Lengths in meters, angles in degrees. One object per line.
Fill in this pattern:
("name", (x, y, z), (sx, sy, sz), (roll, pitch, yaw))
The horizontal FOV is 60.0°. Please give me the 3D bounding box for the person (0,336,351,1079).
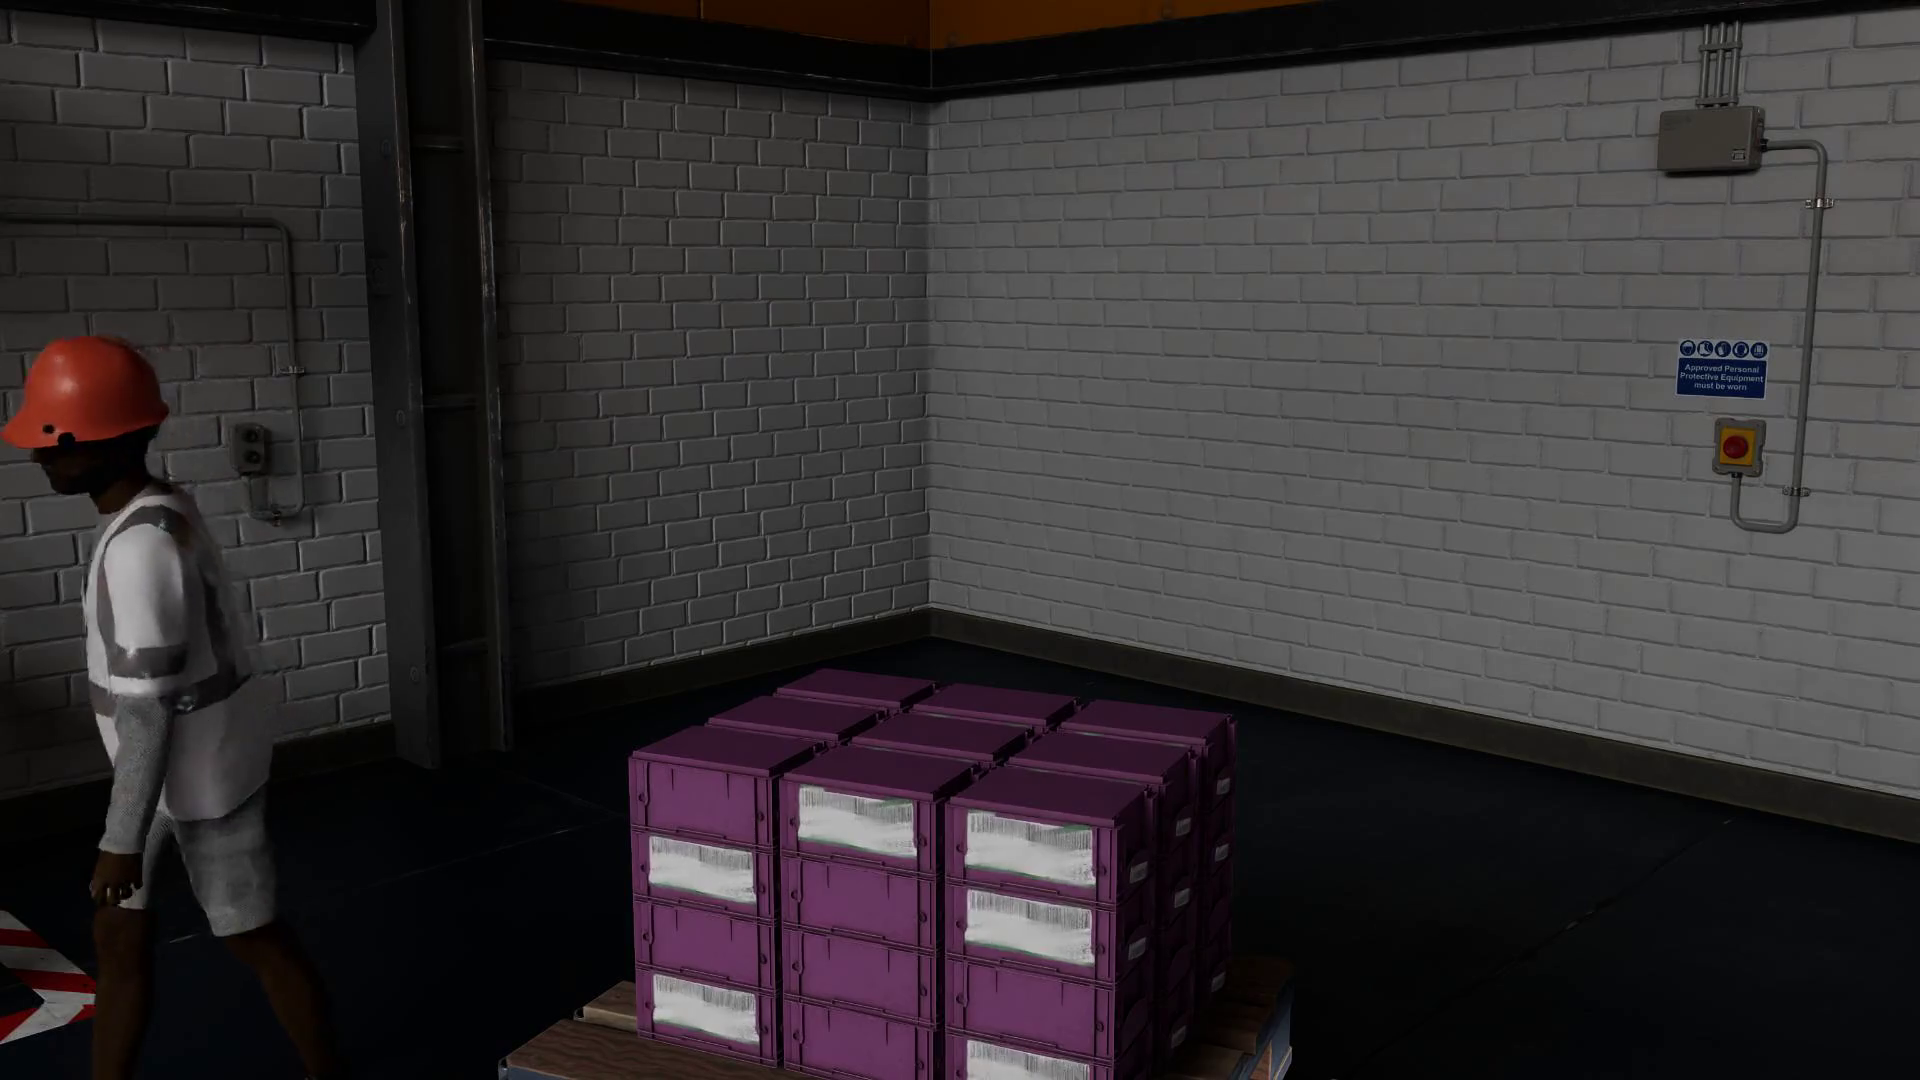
("person", (-1.728, 0.512, 3.542), (0.872, 1.883, 0.571), (-6, 11, -32))
